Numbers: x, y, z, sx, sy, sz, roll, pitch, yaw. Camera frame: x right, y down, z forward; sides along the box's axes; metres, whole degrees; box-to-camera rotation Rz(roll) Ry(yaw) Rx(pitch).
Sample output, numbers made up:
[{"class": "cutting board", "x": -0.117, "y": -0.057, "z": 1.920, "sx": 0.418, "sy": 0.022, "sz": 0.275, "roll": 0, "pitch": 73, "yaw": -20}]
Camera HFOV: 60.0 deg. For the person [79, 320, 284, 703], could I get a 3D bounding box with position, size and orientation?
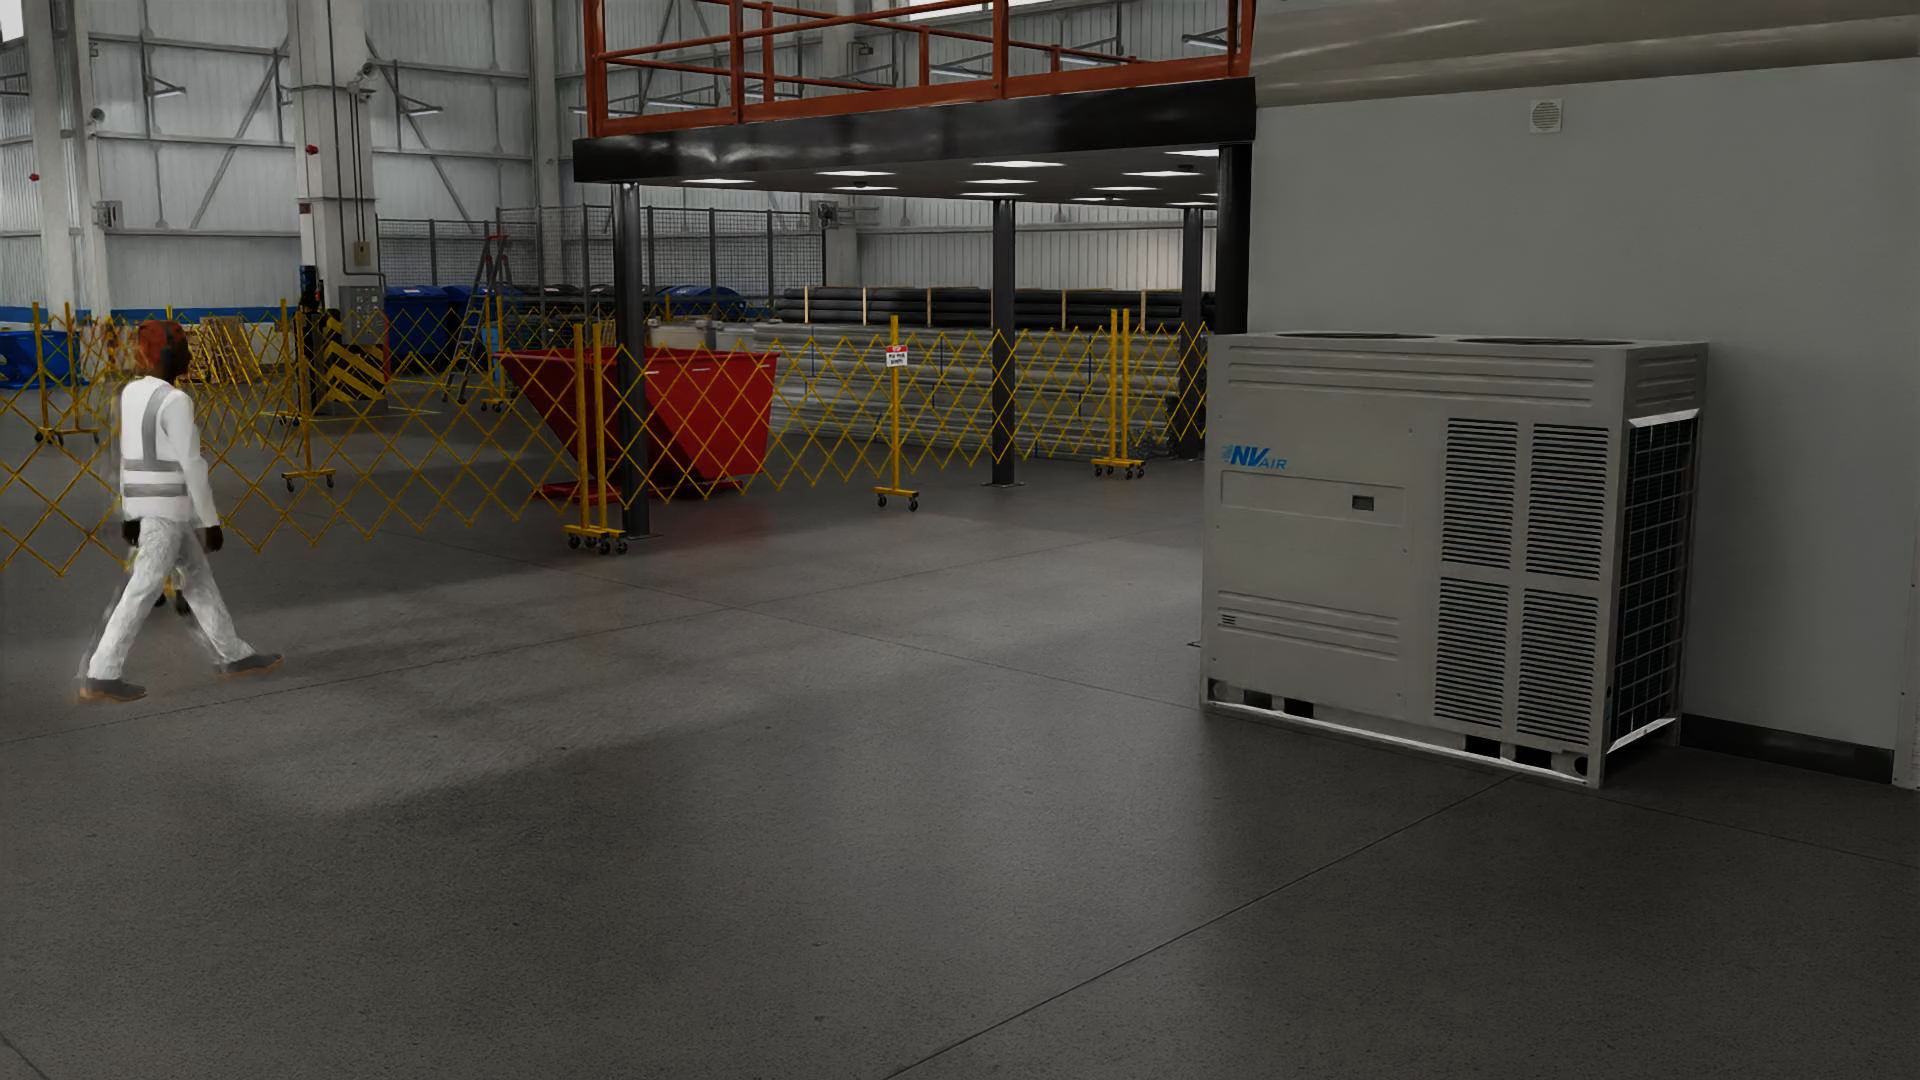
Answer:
[{"class": "person", "x": -3.851, "y": -0.147, "z": 8.067, "sx": 0.594, "sy": 1.836, "sz": 1.000, "roll": 9, "pitch": 13, "yaw": 43}]
